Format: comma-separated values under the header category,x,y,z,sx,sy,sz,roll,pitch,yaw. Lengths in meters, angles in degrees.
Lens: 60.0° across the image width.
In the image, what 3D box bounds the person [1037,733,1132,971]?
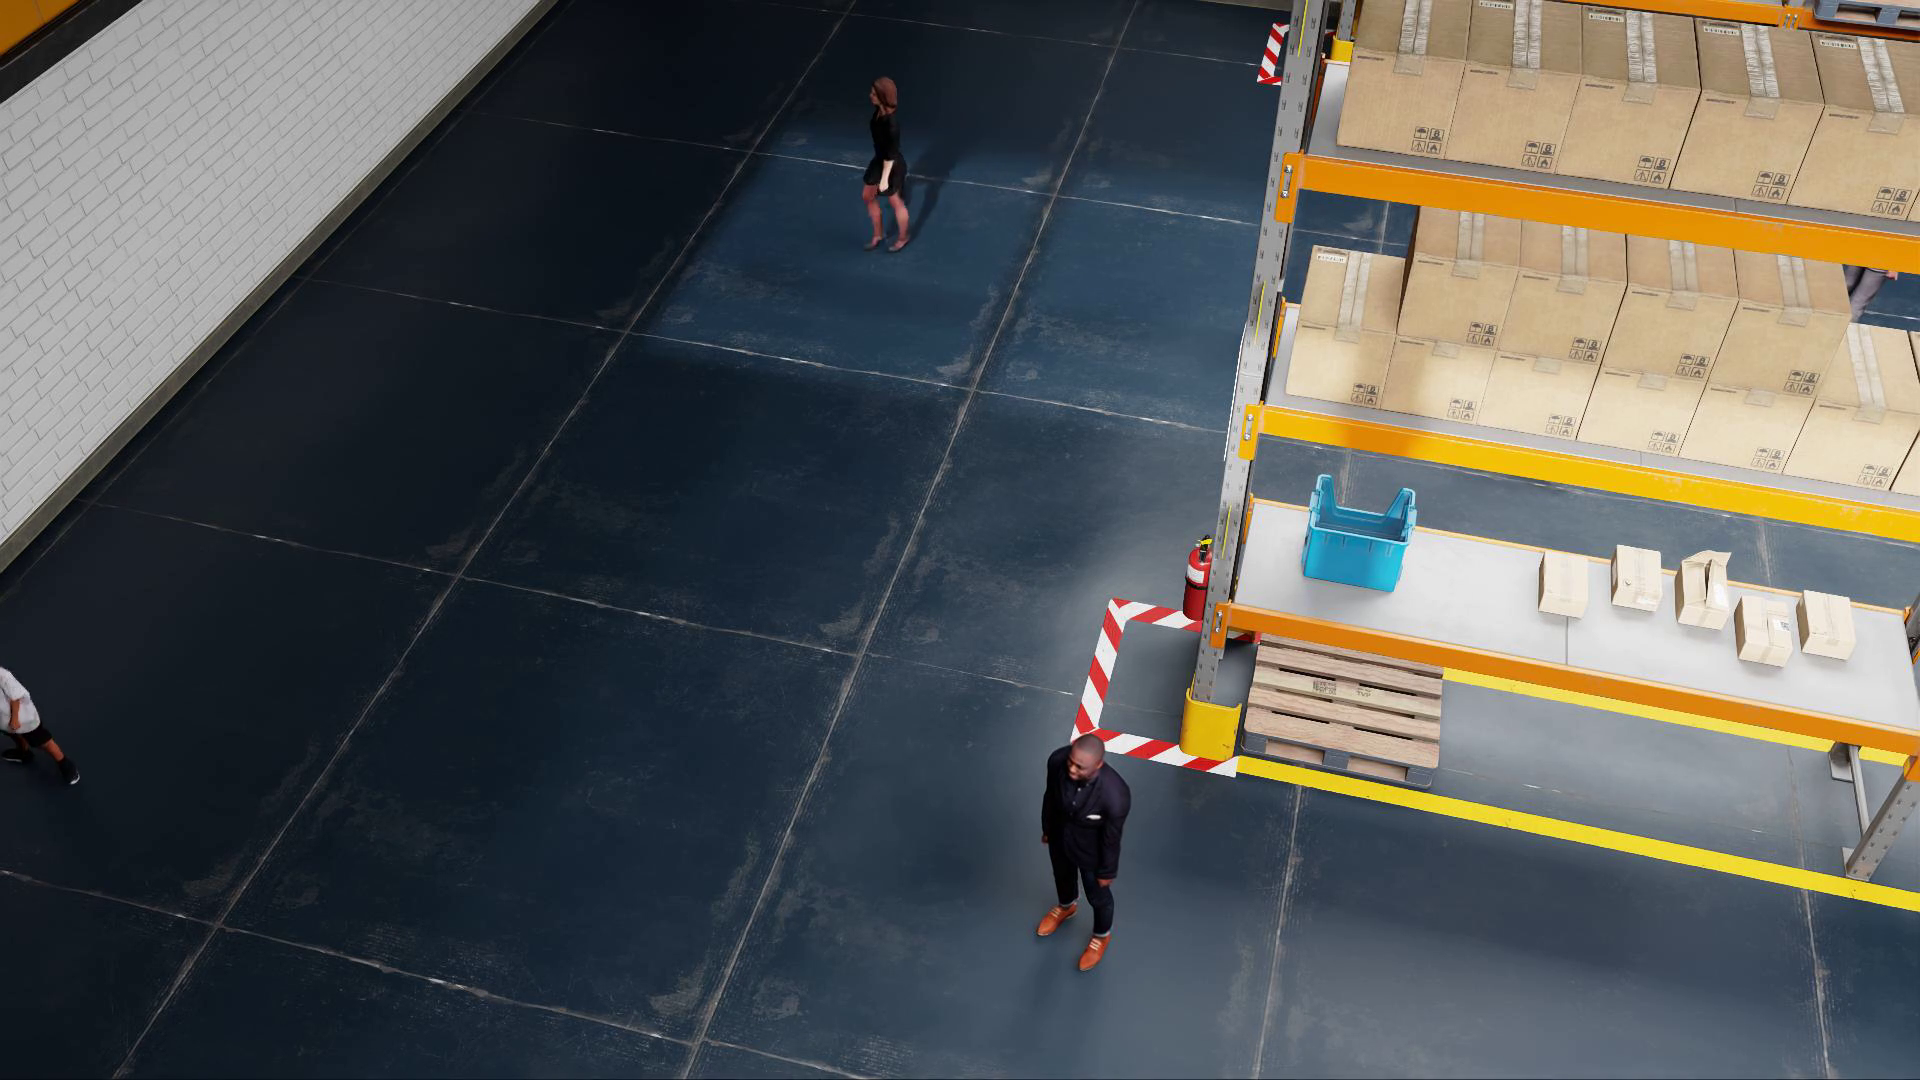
category,x,y,z,sx,sy,sz,roll,pitch,yaw
person,0.678,1.645,9.050,0.716,1.815,0.838,34,53,30

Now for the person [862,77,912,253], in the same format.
category,x,y,z,sx,sy,sz,roll,pitch,yaw
person,-0.526,-3.185,14.210,0.788,1.691,0.738,-13,45,-14

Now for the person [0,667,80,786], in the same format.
category,x,y,z,sx,sy,sz,roll,pitch,yaw
person,-5.827,0.988,10.150,0.424,1.248,0.821,22,48,21
